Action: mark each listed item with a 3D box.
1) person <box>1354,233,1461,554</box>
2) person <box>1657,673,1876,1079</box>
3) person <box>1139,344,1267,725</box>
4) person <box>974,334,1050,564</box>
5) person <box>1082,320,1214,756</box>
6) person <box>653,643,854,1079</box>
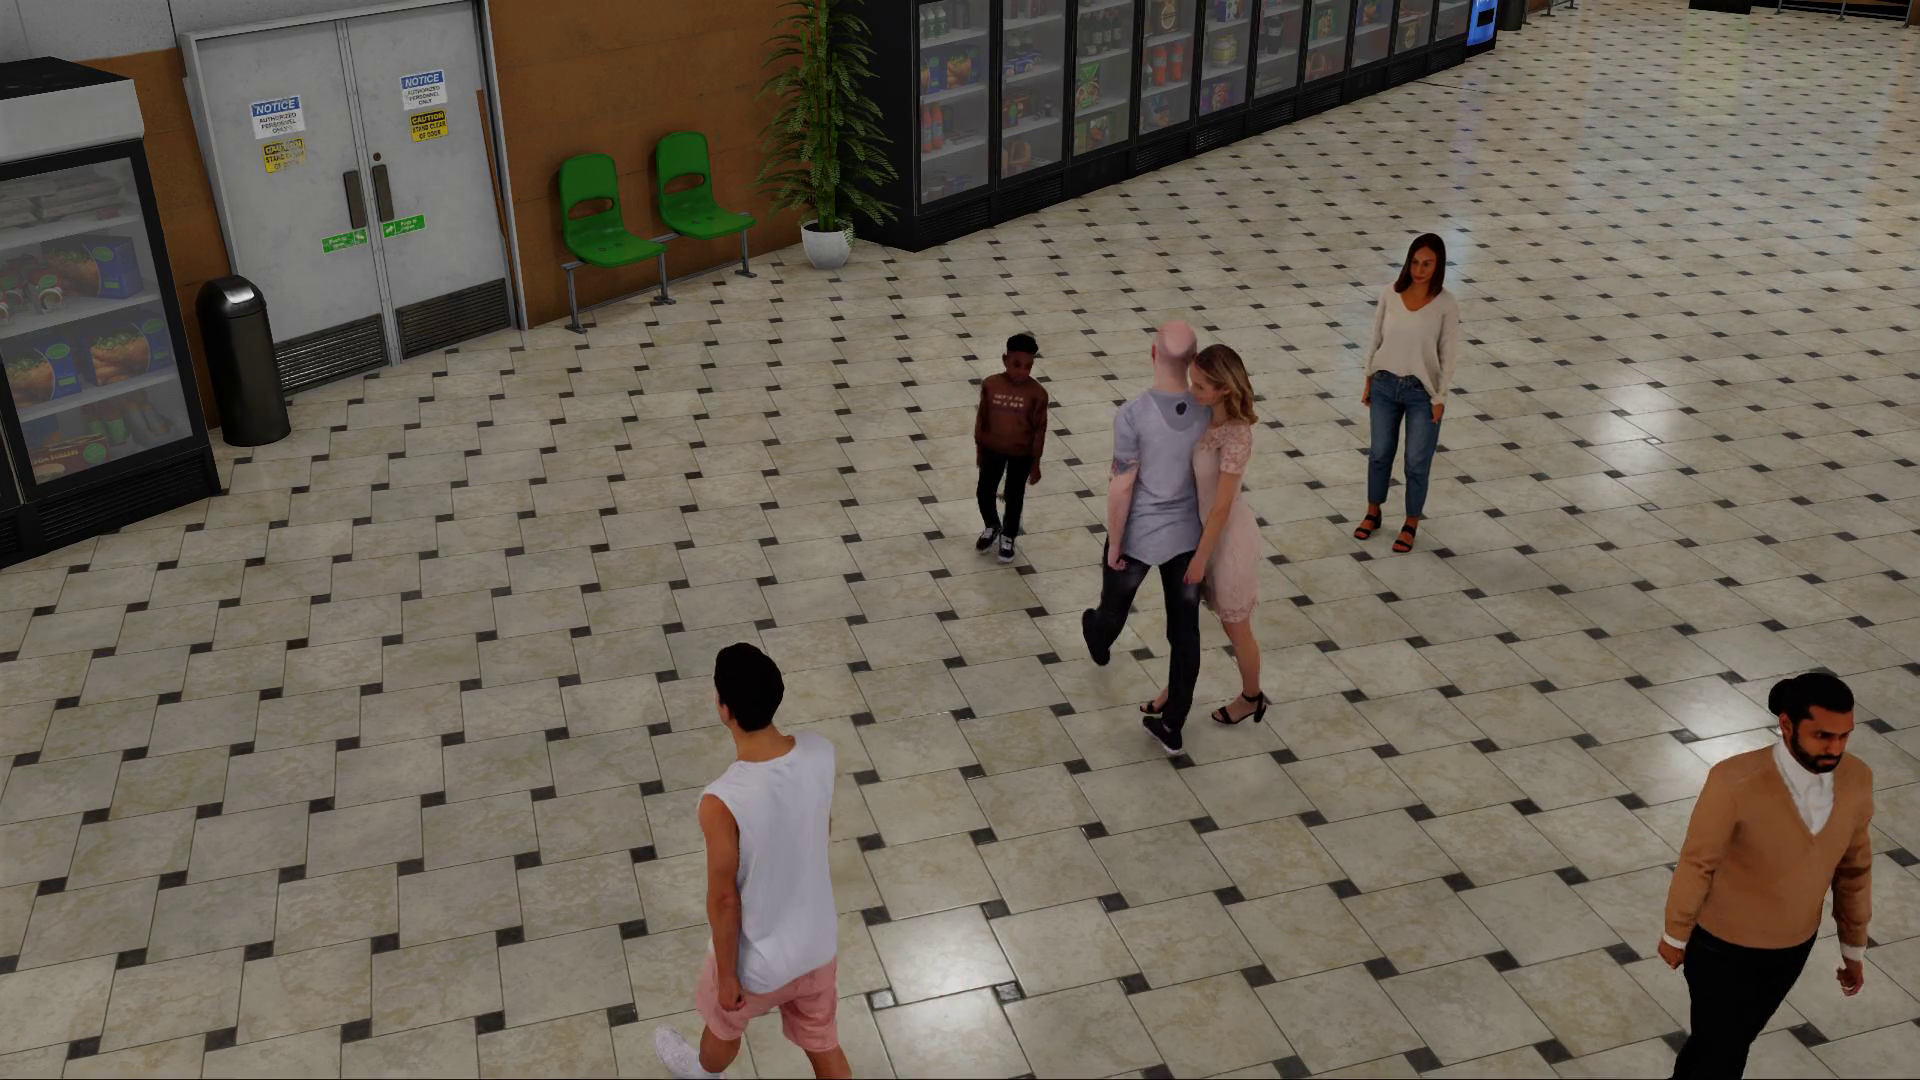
[{"bbox_3d":[2.295,-0.763,8.513,0.470,1.677,0.665,21,33,35],"label":"person"},{"bbox_3d":[2.228,1.094,4.787,0.885,1.734,0.964,-7,28,-13],"label":"person"},{"bbox_3d":[1.185,0.044,6.799,0.942,1.787,0.878,1,27,3],"label":"person"},{"bbox_3d":[0.253,-0.472,8.418,0.576,1.244,0.683,12,29,23],"label":"person"},{"bbox_3d":[0.855,0.038,6.810,1.154,1.789,1.284,-7,28,-13],"label":"person"},{"bbox_3d":[-0.470,1.155,4.664,0.742,1.736,1.119,-24,35,-38],"label":"person"}]
